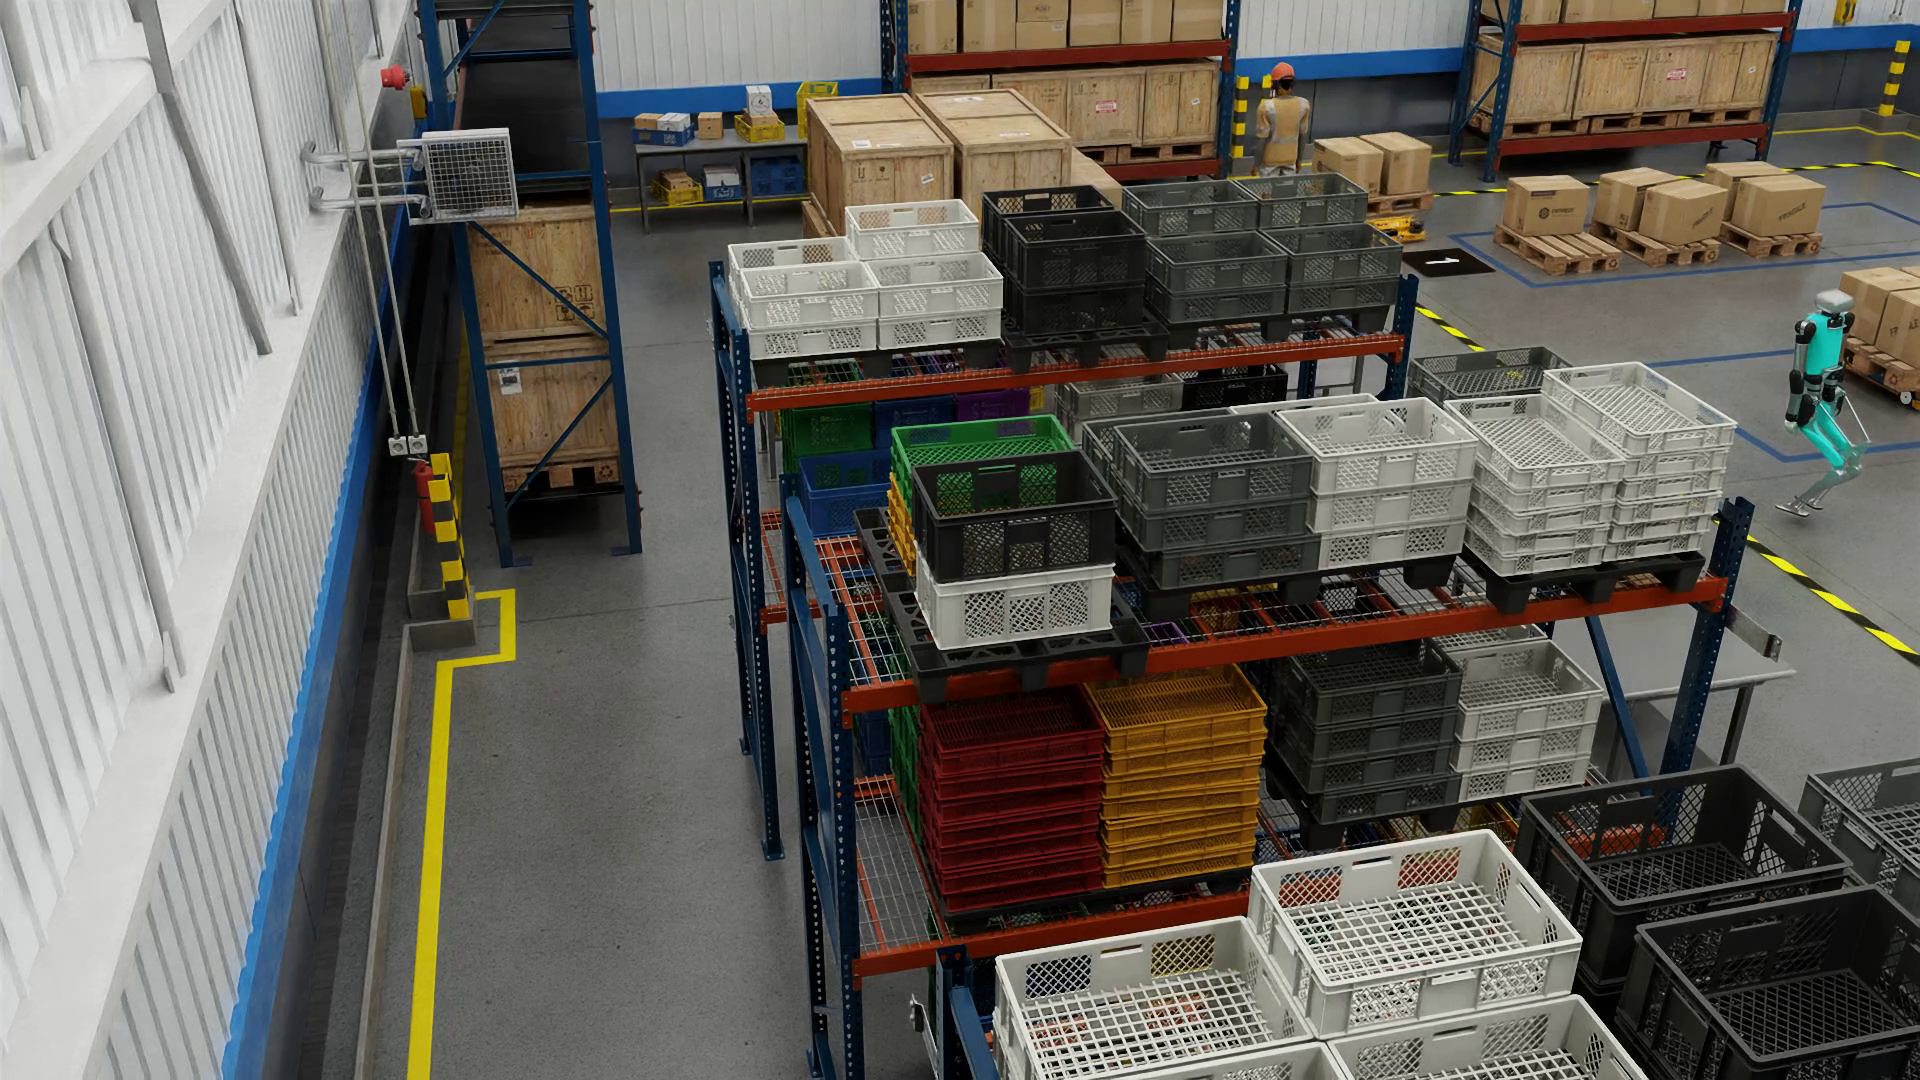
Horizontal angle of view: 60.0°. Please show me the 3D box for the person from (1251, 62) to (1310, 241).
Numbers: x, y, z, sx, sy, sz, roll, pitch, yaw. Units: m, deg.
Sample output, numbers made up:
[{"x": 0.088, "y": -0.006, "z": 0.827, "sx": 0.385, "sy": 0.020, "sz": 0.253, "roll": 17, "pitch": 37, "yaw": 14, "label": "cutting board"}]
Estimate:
[{"x": 3.427, "y": -4.116, "z": 17.963, "sx": 0.605, "sy": 2.037, "sz": 0.378, "roll": -8, "pitch": 29, "yaw": -15, "label": "person"}]

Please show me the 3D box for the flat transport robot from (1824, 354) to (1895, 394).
[{"x": 8.473, "y": -1.467, "z": 14.800, "sx": 0.652, "sy": 0.197, "sz": 1.431, "roll": -6, "pitch": 28, "yaw": -12, "label": "flat transport robot"}]

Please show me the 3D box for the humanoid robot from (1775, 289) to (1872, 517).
[{"x": 6.374, "y": -0.940, "z": 12.106, "sx": 0.533, "sy": 1.681, "sz": 0.735, "roll": -14, "pitch": 31, "yaw": -25, "label": "humanoid robot"}]

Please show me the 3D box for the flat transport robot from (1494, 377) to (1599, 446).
[{"x": 4.780, "y": -1.036, "z": 14.013, "sx": 0.659, "sy": 0.231, "sz": 1.431, "roll": -6, "pitch": 28, "yaw": -12, "label": "flat transport robot"}]

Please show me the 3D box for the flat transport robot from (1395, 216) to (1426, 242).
[{"x": 4.675, "y": -3.711, "z": 19.057, "sx": 0.652, "sy": 0.197, "sz": 1.431, "roll": -9, "pitch": 29, "yaw": -16, "label": "flat transport robot"}]
